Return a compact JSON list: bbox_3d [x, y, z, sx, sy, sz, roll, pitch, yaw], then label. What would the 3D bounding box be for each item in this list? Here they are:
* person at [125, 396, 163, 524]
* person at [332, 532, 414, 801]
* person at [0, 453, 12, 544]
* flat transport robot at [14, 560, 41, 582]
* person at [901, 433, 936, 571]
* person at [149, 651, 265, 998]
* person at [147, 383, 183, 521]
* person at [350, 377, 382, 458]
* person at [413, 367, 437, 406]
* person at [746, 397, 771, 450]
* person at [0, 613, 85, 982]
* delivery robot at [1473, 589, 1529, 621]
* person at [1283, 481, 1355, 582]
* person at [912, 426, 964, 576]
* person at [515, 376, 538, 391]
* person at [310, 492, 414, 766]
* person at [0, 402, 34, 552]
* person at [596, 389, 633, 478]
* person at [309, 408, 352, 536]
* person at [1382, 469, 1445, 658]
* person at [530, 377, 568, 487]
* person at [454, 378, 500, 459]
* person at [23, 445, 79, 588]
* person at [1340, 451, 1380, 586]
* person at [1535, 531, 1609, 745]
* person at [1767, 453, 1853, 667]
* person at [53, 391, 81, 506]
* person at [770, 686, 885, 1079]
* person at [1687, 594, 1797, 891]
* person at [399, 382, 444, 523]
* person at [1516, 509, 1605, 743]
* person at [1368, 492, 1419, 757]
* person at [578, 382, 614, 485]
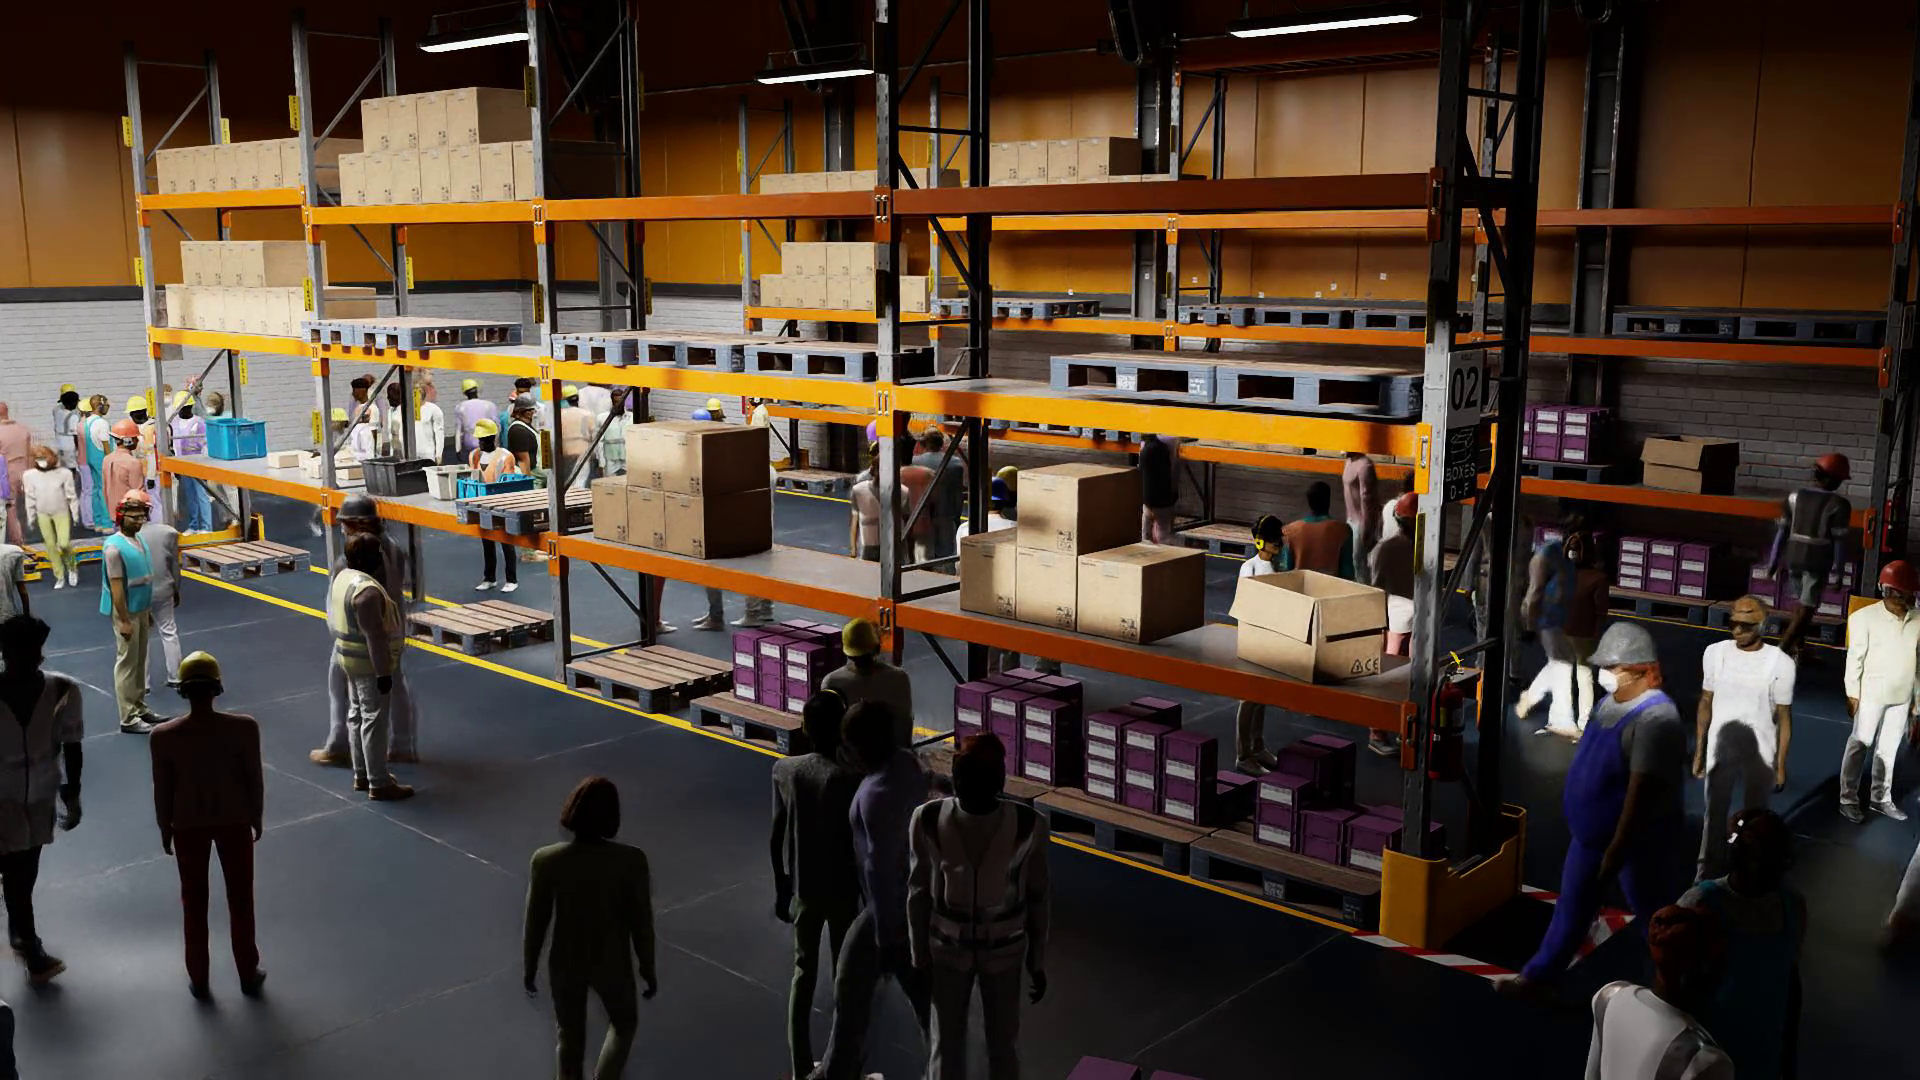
[{"bbox_3d":[-10.196,-0.851,20.863,0.402,1.917,0.592,-7,12,-34],"label":"person"},{"bbox_3d":[-4.037,0.857,11.407,0.429,1.846,0.627,-8,13,-37],"label":"person"},{"bbox_3d":[-11.464,-0.502,19.691,0.526,1.632,0.312,3,10,16],"label":"person"},{"bbox_3d":[-11.066,0.297,19.011,0.652,0.197,1.431,-9,13,-42],"label":"flat transport robot"},{"bbox_3d":[-0.492,-0.108,16.599,0.595,1.934,0.933,-3,11,-18],"label":"person"},{"bbox_3d":[-3.792,1.432,8.432,0.518,1.752,0.373,-3,10,-15],"label":"person"},{"bbox_3d":[-10.876,-1.196,22.805,0.430,1.916,0.668,5,11,25],"label":"person"},{"bbox_3d":[-8.304,-1.305,23.326,0.376,1.958,0.605,-7,12,-36],"label":"person"},{"bbox_3d":[-8.625,-1.864,26.696,0.442,1.877,0.659,4,11,21],"label":"person"},{"bbox_3d":[-2.953,-1.387,24.389,0.351,1.738,0.574,-1,10,-6],"label":"person"},{"bbox_3d":[-4.866,1.314,8.653,0.604,1.898,0.959,-10,14,-44],"label":"person"},{"bbox_3d":[5.370,0.611,16.168,0.707,0.478,0.477,6,12,29],"label":"delivery robot"},{"bbox_3d":[2.903,0.474,13.408,0.629,1.897,0.447,7,12,35],"label":"person"},{"bbox_3d":[-0.270,-0.210,17.184,0.627,1.934,0.371,-3,11,-18],"label":"person"},{"bbox_3d":[-7.446,-2.102,28.711,0.310,1.638,0.523,7,12,36],"label":"person"},{"bbox_3d":[-4.400,0.636,12.095,0.842,2.000,0.714,3,10,14],"label":"person"},{"bbox_3d":[-11.781,-0.761,20.423,0.657,1.884,0.661,2,10,13],"label":"person"},{"bbox_3d":[-4.478,-1.030,21.859,0.587,1.920,0.392,-5,11,-27],"label":"person"},{"bbox_3d":[-8.110,-0.867,21.537,0.805,1.716,0.492,4,11,24],"label":"person"},{"bbox_3d":[4.052,0.273,14.809,0.883,1.799,0.591,-4,11,-24],"label":"person"},{"bbox_3d":[-6.142,-1.632,24.921,0.614,2.038,0.396,0,10,-2],"label":"person"},{"bbox_3d":[-6.952,-1.382,23.968,0.613,1.885,0.680,-3,10,-17],"label":"person"},{"bbox_3d":[-9.997,-0.248,18.328,0.508,1.609,0.439,-3,10,-16],"label":"person"},{"bbox_3d":[4.096,-0.167,16.976,0.448,1.918,0.667,0,10,-2],"label":"person"},{"bbox_3d":[4.677,0.735,12.678,0.280,1.636,0.501,-8,13,-38],"label":"person"},{"bbox_3d":[7.425,0.214,14.652,0.879,1.998,0.701,-5,11,-26],"label":"person"},{"bbox_3d":[-12.965,-1.336,24.266,0.544,1.680,0.375,7,12,34],"label":"person"},{"bbox_3d":[-0.589,1.565,7.339,0.534,1.864,0.310,4,11,23],"label":"person"},{"bbox_3d":[4.427,1.206,9.427,0.516,1.843,0.328,10,14,43],"label":"person"},{"bbox_3d":[-7.333,-1.180,22.650,0.635,1.938,0.359,2,10,11],"label":"person"},{"bbox_3d":[4.629,0.624,12.878,0.632,1.800,0.857,-4,11,-20],"label":"person"},{"bbox_3d":[3.305,0.619,12.358,0.618,1.986,0.408,-6,12,-31],"label":"person"},{"bbox_3d":[-5.372,-1.574,24.590,0.698,2.000,0.543,0,10,-2],"label":"person"}]
